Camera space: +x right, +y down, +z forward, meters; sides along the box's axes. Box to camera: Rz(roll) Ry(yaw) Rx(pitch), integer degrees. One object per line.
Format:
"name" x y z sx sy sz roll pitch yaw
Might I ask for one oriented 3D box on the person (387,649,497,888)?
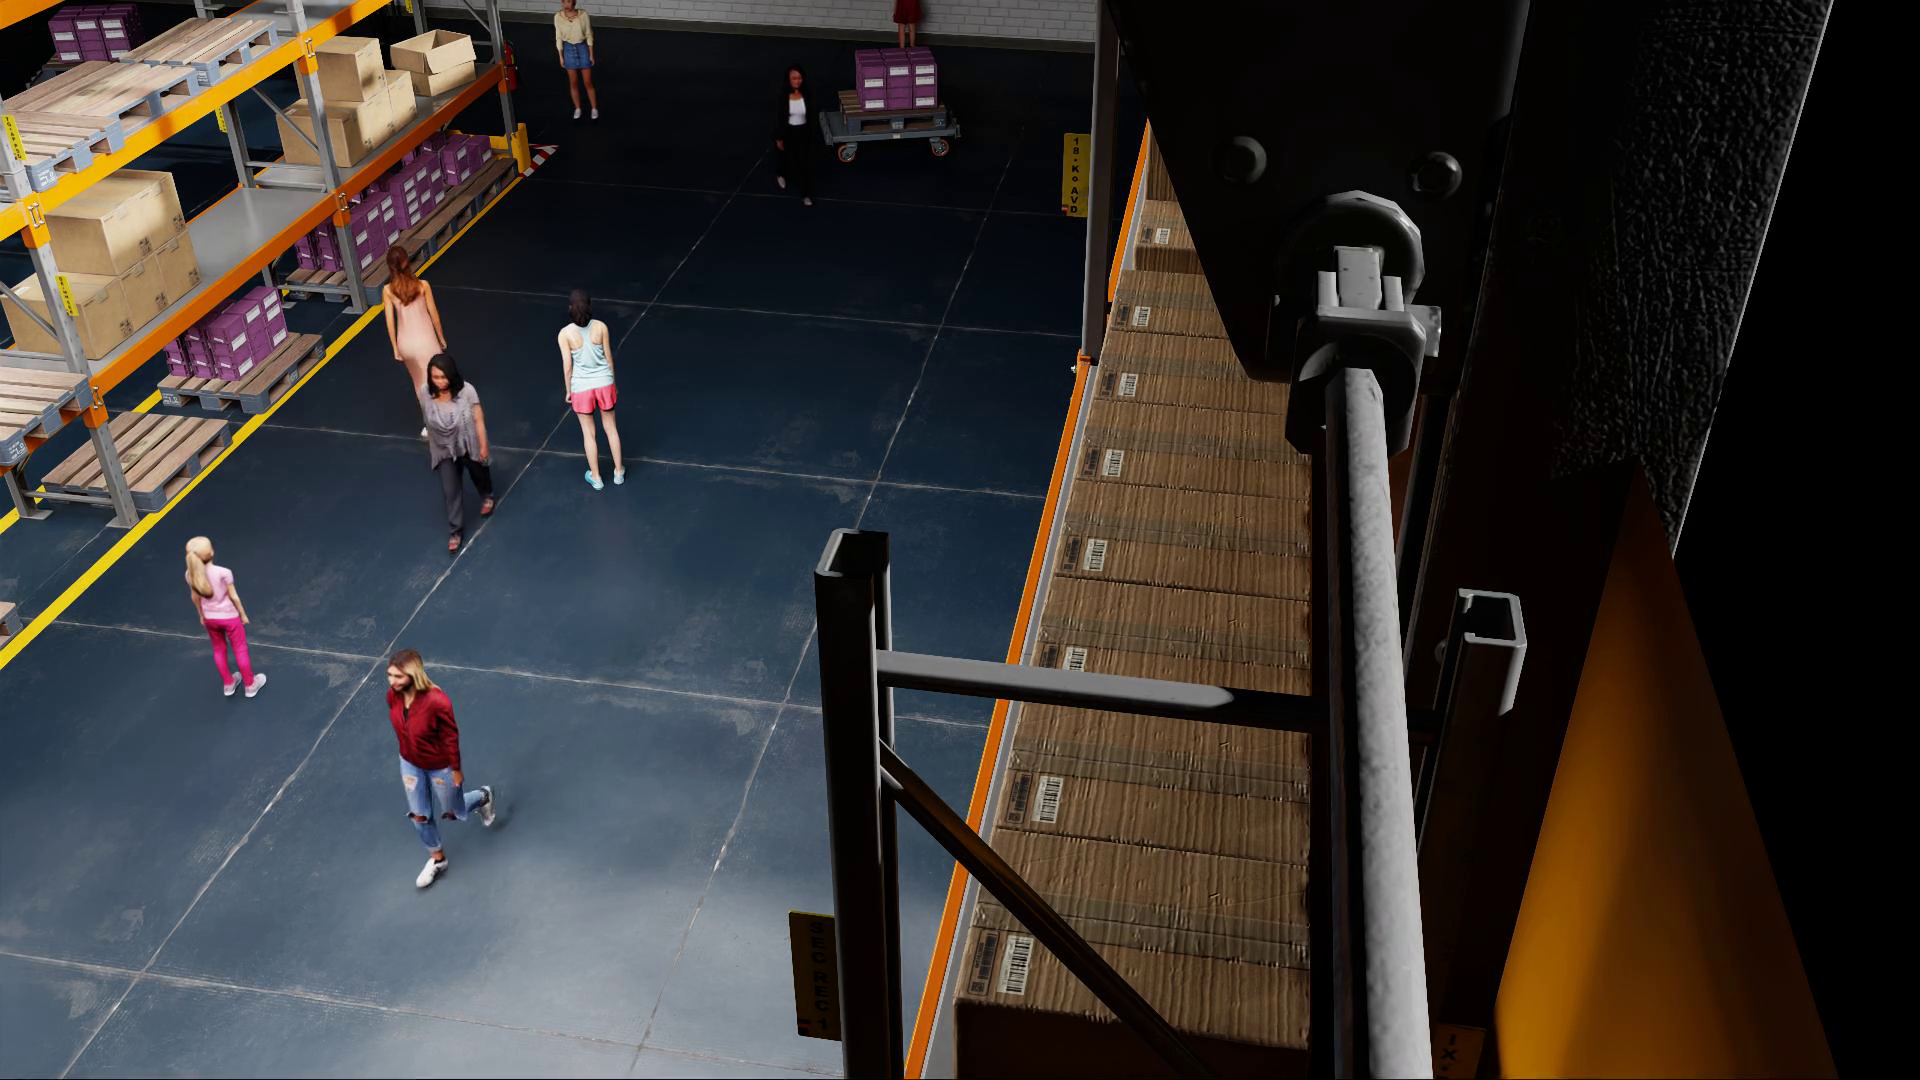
"person" -3.109 1.289 9.907 0.657 1.617 0.932 10 35 15

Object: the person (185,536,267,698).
"person" -5.053 0.521 11.375 0.500 1.271 0.518 2 34 3

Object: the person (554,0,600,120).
"person" -4.863 -6.169 21.118 0.690 1.627 0.628 -2 34 -3

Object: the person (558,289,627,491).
"person" -3.000 -1.234 13.569 0.701 1.764 0.738 -13 36 -18

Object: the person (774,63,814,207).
"person" -1.911 -4.603 18.794 0.976 1.591 1.109 -15 36 -21

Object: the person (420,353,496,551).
"person" -3.913 -0.795 13.091 0.791 1.563 1.103 -1 34 -2

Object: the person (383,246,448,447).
"person" -4.580 -1.586 14.056 0.744 1.812 1.018 -3 34 -5

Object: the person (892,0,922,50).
"person" -0.744 -7.491 23.179 0.694 1.547 0.755 -19 38 -26

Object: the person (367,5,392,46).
"person" -8.430 -8.022 23.732 0.760 1.820 0.591 12 35 18
